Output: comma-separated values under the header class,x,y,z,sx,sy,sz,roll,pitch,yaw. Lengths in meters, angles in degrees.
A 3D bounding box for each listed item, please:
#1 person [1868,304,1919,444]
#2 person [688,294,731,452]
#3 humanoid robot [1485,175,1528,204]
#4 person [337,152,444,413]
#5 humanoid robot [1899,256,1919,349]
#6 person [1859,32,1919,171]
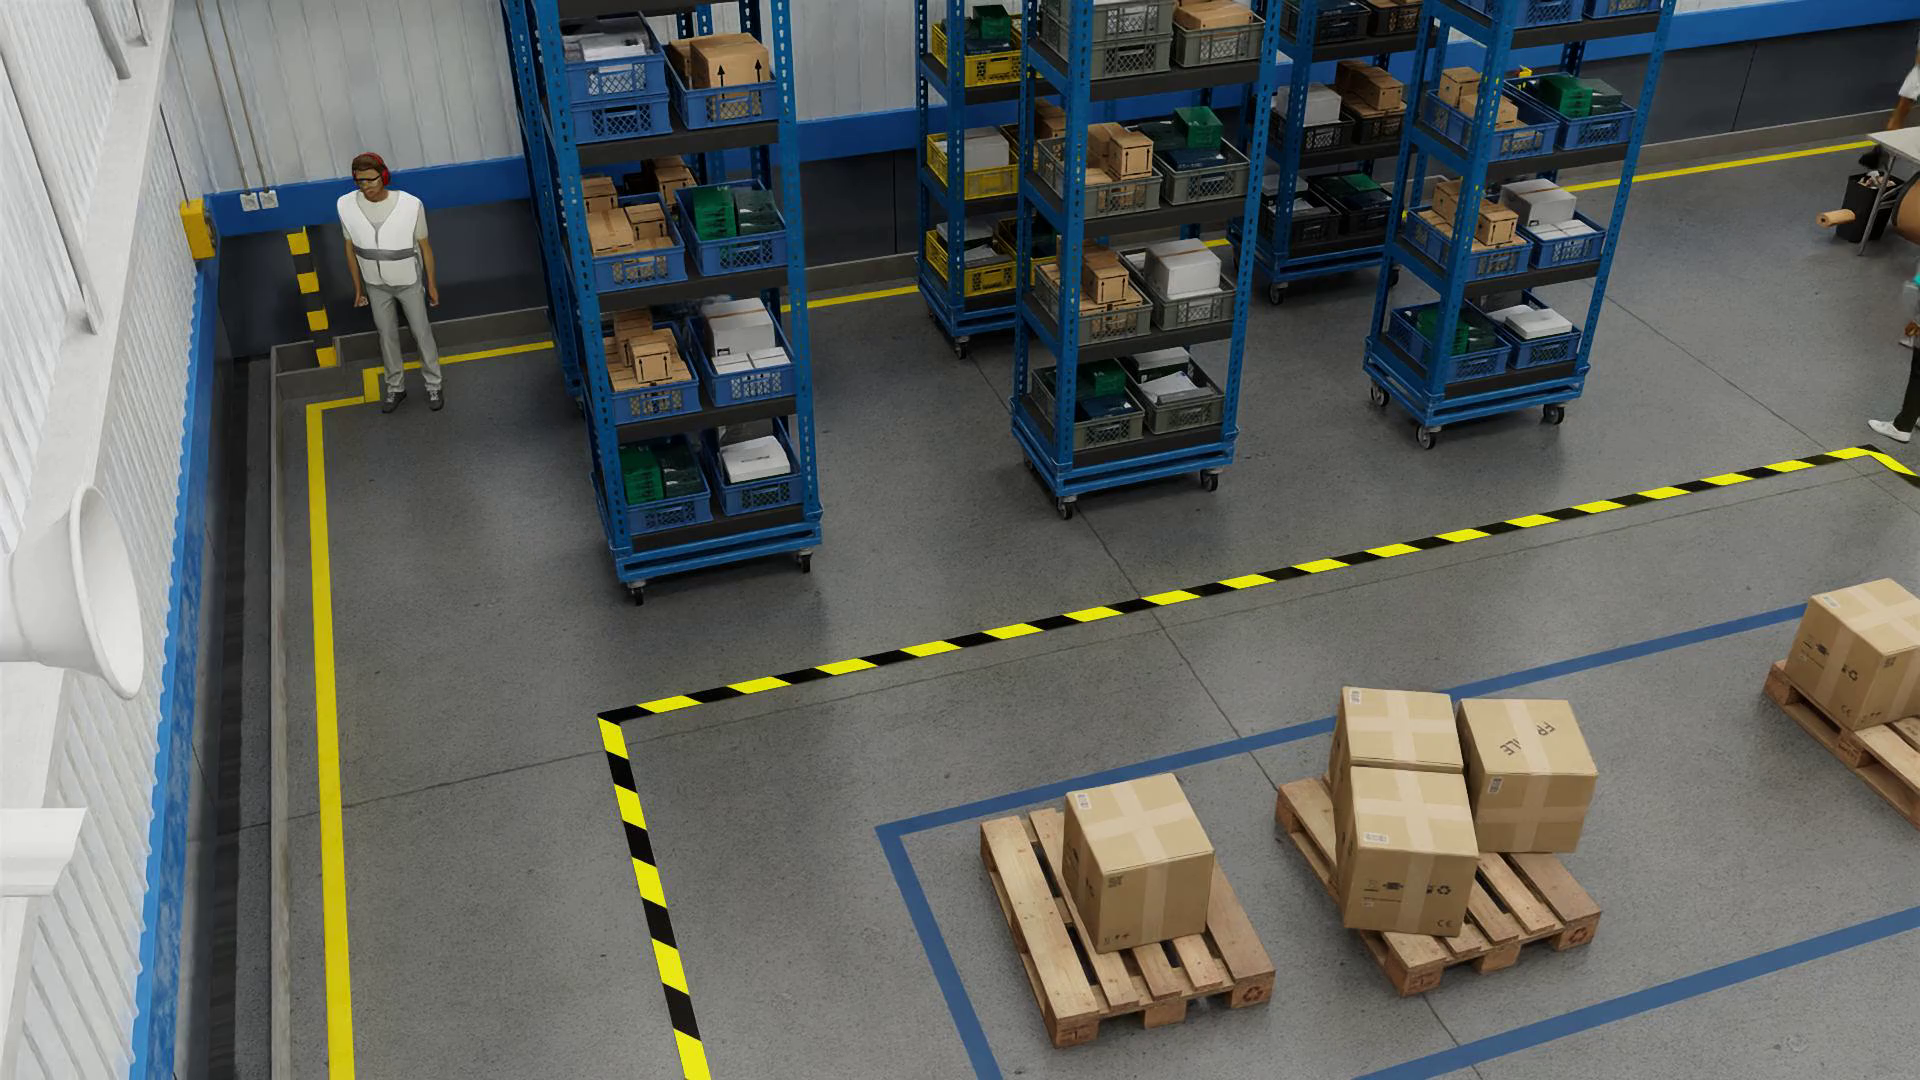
class,x,y,z,sx,sy,sz,roll,pitch,yaw
person,6.420,-1.490,10.794,0.592,1.852,0.368,-12,37,-16
person,-1.548,-1.239,10.557,0.456,1.699,0.557,-9,36,-12
humanoid robot,3.758,-2.023,11.709,0.539,1.647,0.601,9,36,12
person,-3.777,-1.725,11.131,0.563,1.847,0.395,-1,35,-2
humanoid robot,7.071,-2.120,11.798,0.739,1.797,0.540,19,39,24
person,8.519,-4.131,14.519,1.092,1.857,0.561,-22,41,-28
